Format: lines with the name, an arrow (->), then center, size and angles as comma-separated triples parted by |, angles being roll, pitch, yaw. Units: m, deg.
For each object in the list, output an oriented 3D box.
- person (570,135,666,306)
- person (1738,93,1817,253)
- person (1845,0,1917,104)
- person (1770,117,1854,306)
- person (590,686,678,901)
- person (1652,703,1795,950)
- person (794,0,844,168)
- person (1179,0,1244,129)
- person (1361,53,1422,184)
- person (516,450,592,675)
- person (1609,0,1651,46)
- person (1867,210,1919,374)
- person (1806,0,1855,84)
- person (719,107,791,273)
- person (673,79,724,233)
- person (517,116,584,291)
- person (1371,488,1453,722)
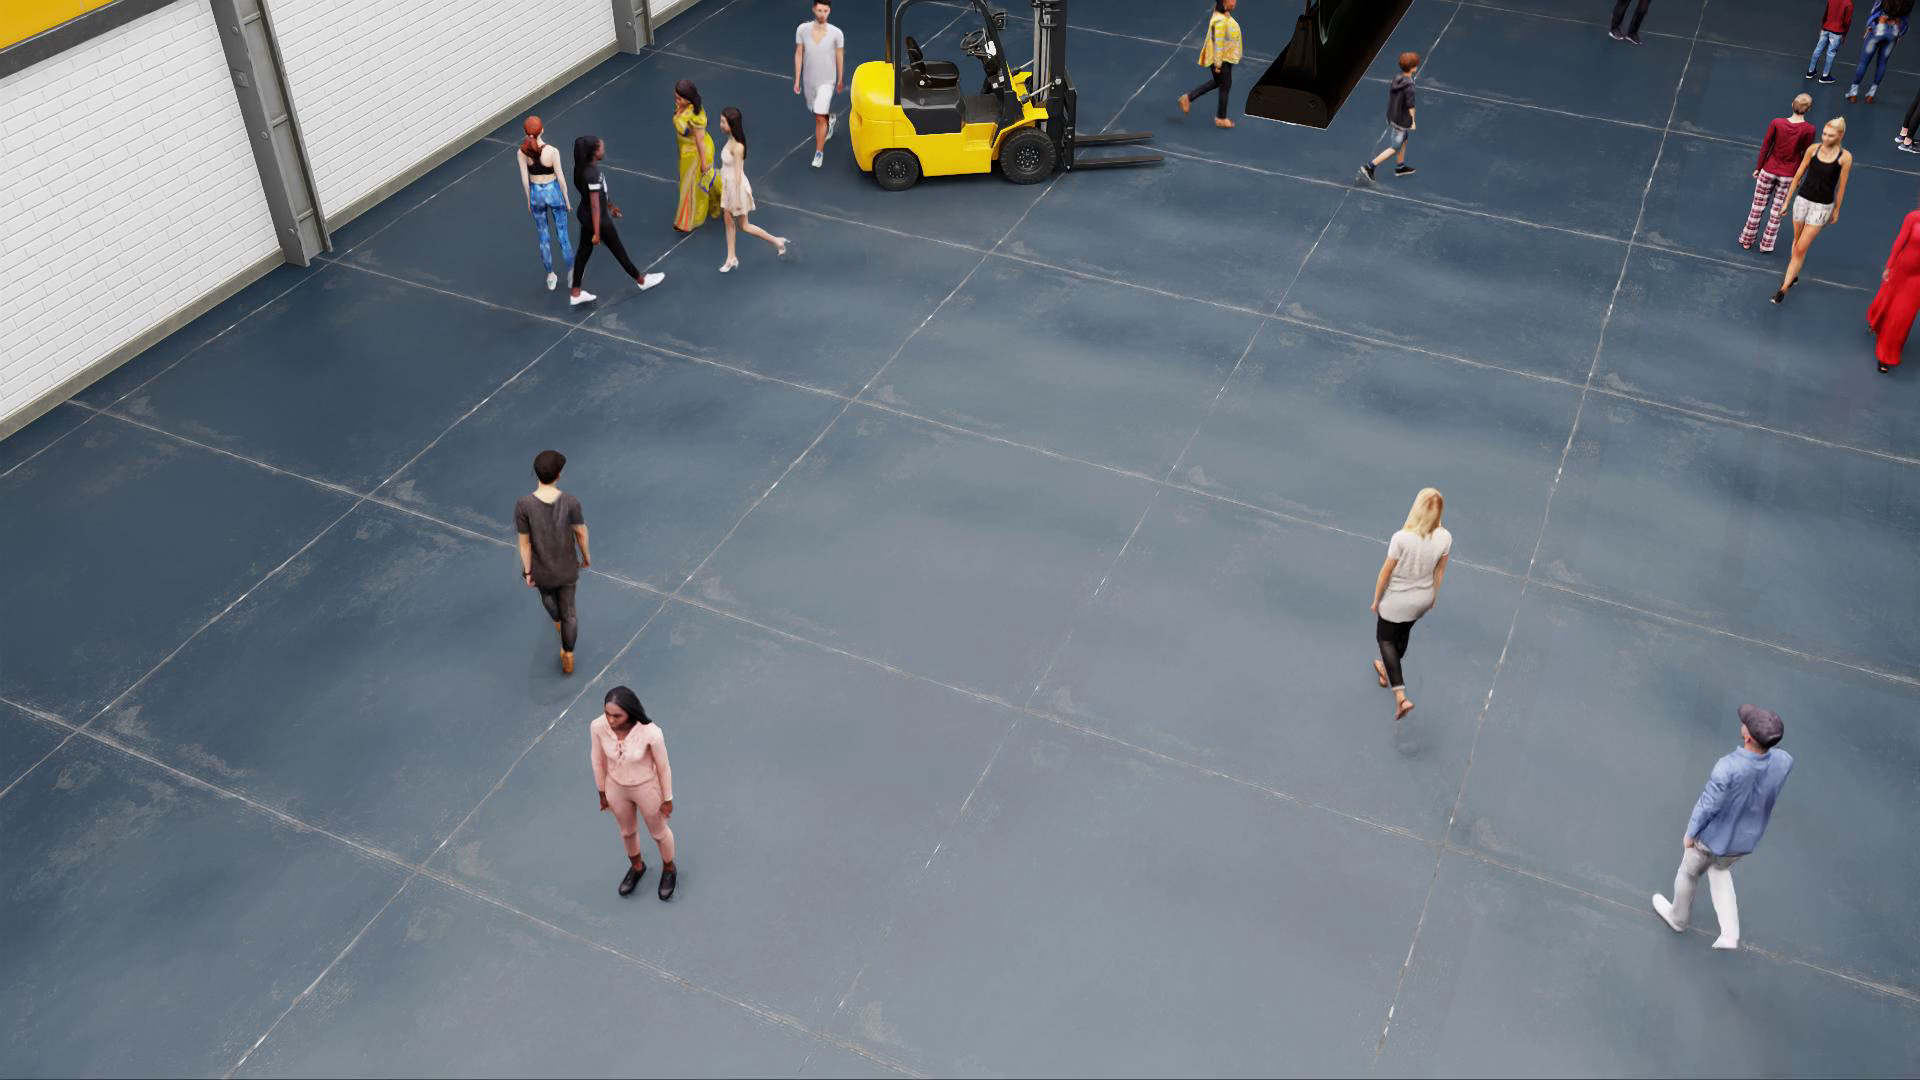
person -> -3.536, -2.991, 15.787 | 1.232, 1.696, 1.125 | -19, 42, -22
person -> 8.217, -3.689, 16.665 | 0.625, 1.690, 0.515 | 19, 42, 22
person -> 10.849, -5.936, 19.536 | 0.672, 1.619, 0.640 | 6, 39, 7
person -> 8.243, -3.240, 16.003 | 1.088, 1.816, 0.861 | -31, 48, -33
person -> -1.964, 1.526, 10.112 | 0.674, 1.719, 0.608 | 6, 39, 8
person -> 4.520, 1.747, 9.713 | 0.903, 1.871, 0.994 | -5, 39, -6
person -> -1.529, -5.116, 18.353 | 0.873, 1.813, 1.285 | 9, 40, 11
person -> 2.886, -5.490, 18.962 | 0.932, 1.639, 0.960 | 5, 39, 6
person -> 4.696, -4.527, 17.929 | 0.937, 1.423, 0.937 | -8, 39, -10
person -> -2.904, 0.215, 11.798 | 0.941, 1.664, 1.082 | -9, 39, -11
person -> 8.495, -7.170, 20.995 | 0.836, 1.726, 0.903 | -10, 40, -12
person -> 8.583, -2.428, 15.043 | 0.642, 1.754, 1.061 | 19, 42, 22
person -> 10.578, -6.182, 20.135 | 0.624, 1.256, 0.586 | -21, 43, -24
person -> -2.100, -3.407, 16.291 | 1.005, 1.716, 0.968 | -11, 40, -13
person -> -2.629, -3.974, 17.081 | 1.199, 1.627, 1.097 | -17, 42, -20
person -> -3.979, -3.252, 16.052 | 0.671, 1.784, 0.707 | -1, 39, -2
person -> 3.087, 0.462, 11.374 | 0.941, 1.807, 1.102 | -4, 39, -5
